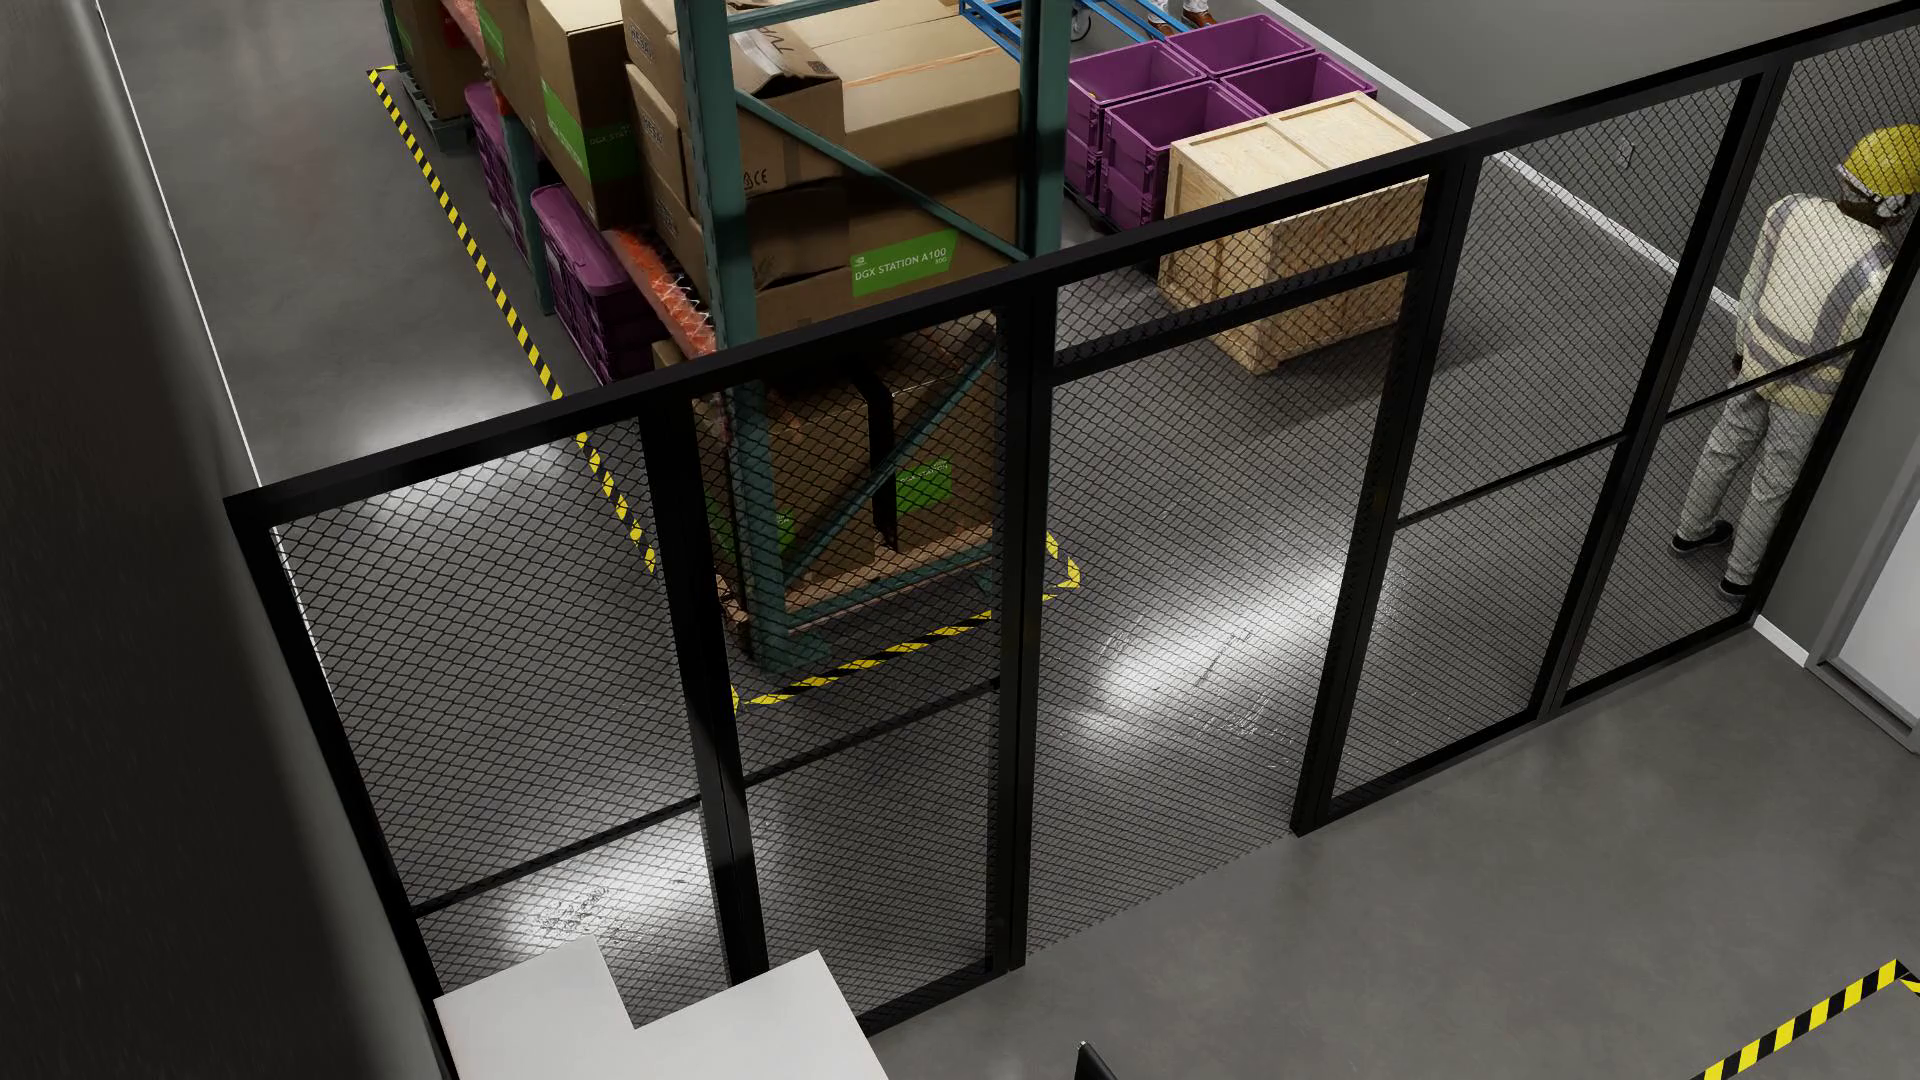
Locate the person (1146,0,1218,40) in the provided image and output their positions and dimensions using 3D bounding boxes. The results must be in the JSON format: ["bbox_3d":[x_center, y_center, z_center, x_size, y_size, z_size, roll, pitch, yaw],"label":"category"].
[{"bbox_3d":[1.271,-3.624,8.911,0.632,1.939,0.368,-22,47,-22],"label":"person"}]

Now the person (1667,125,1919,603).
[{"bbox_3d":[2.857,-0.569,5.645,0.403,1.833,0.590,-14,44,-15],"label":"person"}]
